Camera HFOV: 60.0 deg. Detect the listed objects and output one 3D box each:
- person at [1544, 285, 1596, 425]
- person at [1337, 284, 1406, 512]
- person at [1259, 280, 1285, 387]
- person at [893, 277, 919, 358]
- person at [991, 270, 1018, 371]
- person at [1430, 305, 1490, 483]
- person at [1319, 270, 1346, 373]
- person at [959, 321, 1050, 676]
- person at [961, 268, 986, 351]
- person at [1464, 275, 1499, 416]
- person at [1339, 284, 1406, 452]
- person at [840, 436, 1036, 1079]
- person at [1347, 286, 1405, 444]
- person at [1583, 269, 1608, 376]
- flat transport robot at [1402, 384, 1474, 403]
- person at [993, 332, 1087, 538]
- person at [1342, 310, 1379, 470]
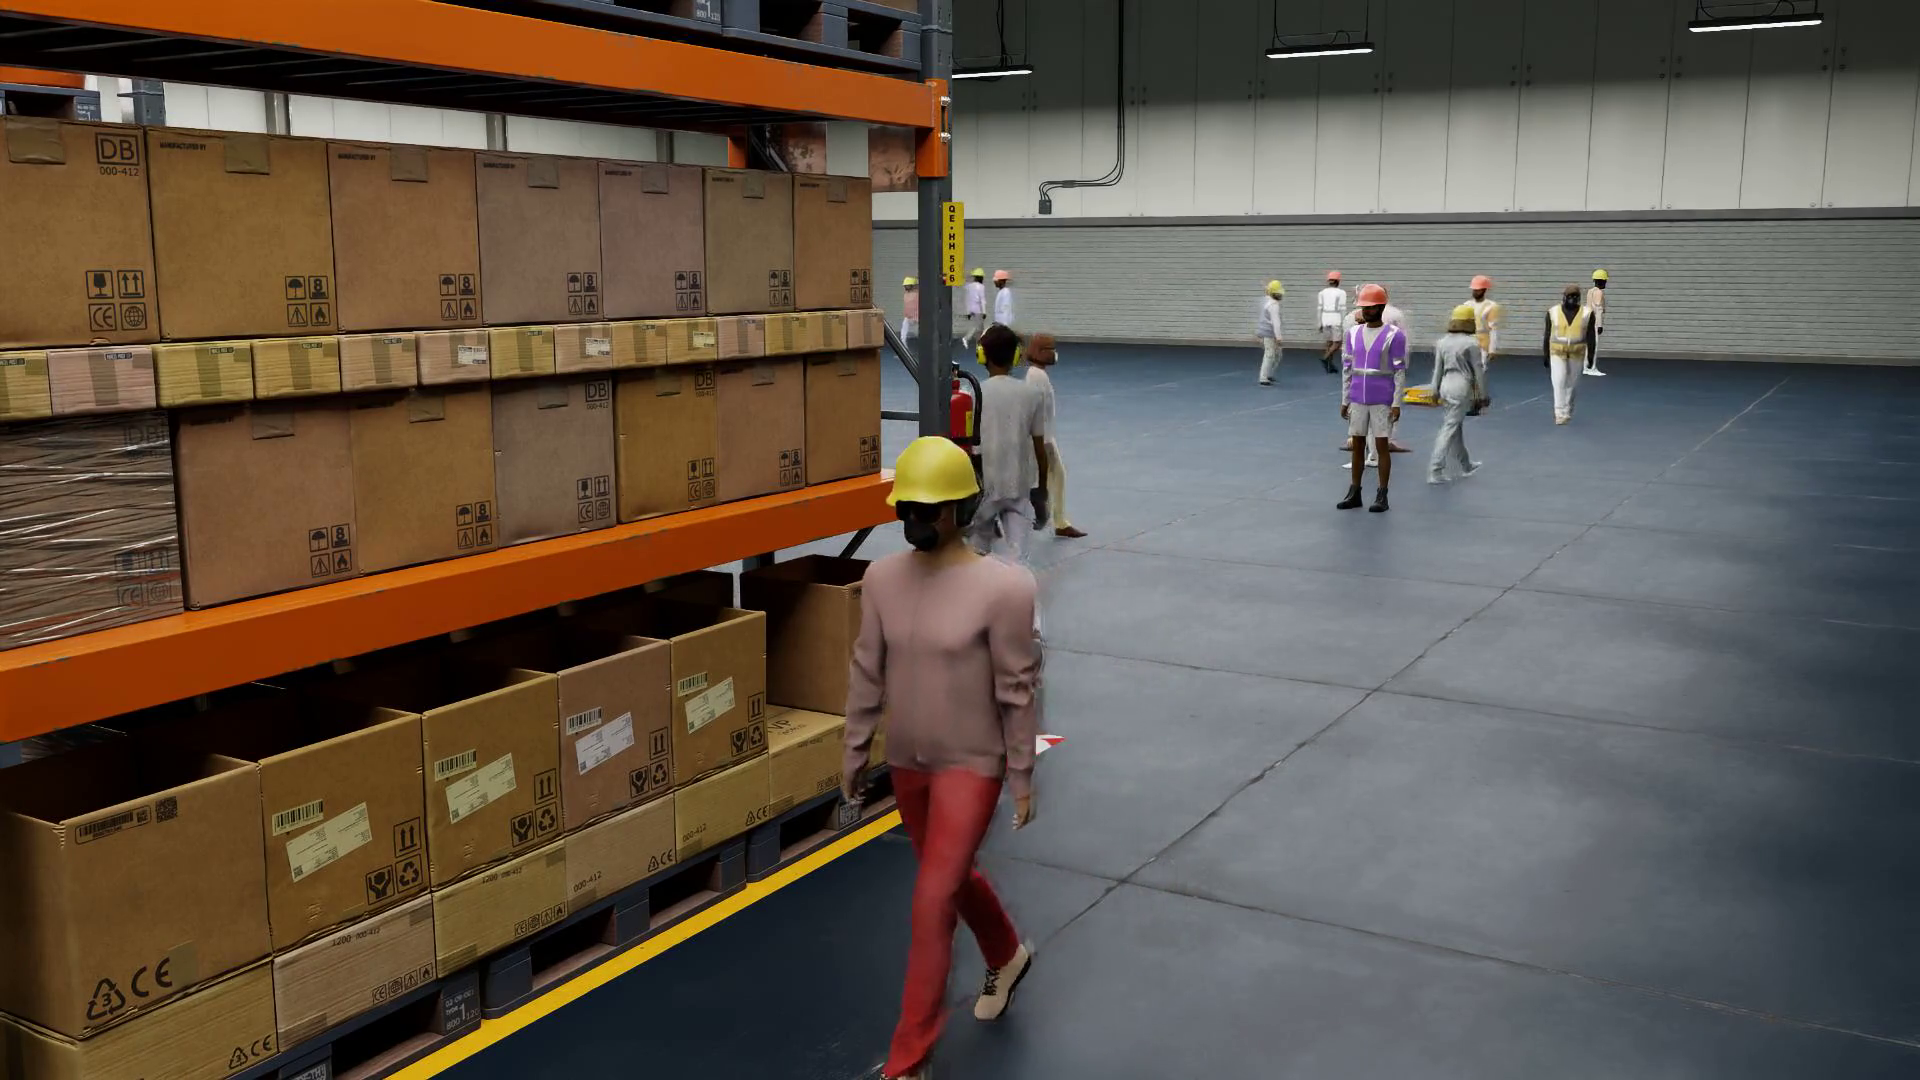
[{"bbox_3d":[7.958,-2.427,21.745,0.633,1.814,0.854,3,10,17],"label":"person"},{"bbox_3d":[3.500,-1.204,14.190,0.553,1.935,0.364,8,13,39],"label":"person"},{"bbox_3d":[5.186,-3.415,27.618,0.422,1.780,0.681,1,10,8],"label":"person"},{"bbox_3d":[-1.007,-4.767,35.691,0.884,1.731,0.536,-8,13,-40],"label":"person"},{"bbox_3d":[0.773,-4.028,30.773,0.417,1.919,0.561,-1,10,-7],"label":"person"},{"bbox_3d":[4.858,-1.410,16.083,0.873,1.700,0.497,-5,11,-29],"label":"person"},{"bbox_3d":[6.880,-4.036,30.808,0.564,1.924,0.547,8,13,40],"label":"person"},{"bbox_3d":[0.237,-0.225,8.768,0.526,1.843,0.874,-2,10,-14],"label":"person"},{"bbox_3d":[0.346,-5.246,37.936,0.728,1.903,0.598,-6,11,-32],"label":"person"},{"bbox_3d":[7.069,-2.650,22.695,0.482,1.922,0.567,-7,12,-36],"label":"person"},{"bbox_3d":[4.641,-1.909,18.532,0.768,1.873,0.397,2,10,10],"label":"person"},{"bbox_3d":[-0.030,0.567,4.440,0.538,1.724,0.891,7,12,35],"label":"person"},{"bbox_3d":[4.768,-1.999,19.137,0.623,1.841,0.430,7,12,36],"label":"person"},{"bbox_3d":[11.616,-3.963,30.366,0.364,1.930,0.588,1,10,4],"label":"person"},{"bbox_3d":[7.121,-2.187,24.818,0.652,0.197,1.431,7,12,36],"label":"flat transport robot"},{"bbox_3d":[0.553,-0.798,12.793,0.786,1.601,0.498,2,10,9],"label":"person"},{"bbox_3d":[4.153,-1.536,17.031,0.516,1.635,0.312,-8,13,-41],"label":"person"}]
